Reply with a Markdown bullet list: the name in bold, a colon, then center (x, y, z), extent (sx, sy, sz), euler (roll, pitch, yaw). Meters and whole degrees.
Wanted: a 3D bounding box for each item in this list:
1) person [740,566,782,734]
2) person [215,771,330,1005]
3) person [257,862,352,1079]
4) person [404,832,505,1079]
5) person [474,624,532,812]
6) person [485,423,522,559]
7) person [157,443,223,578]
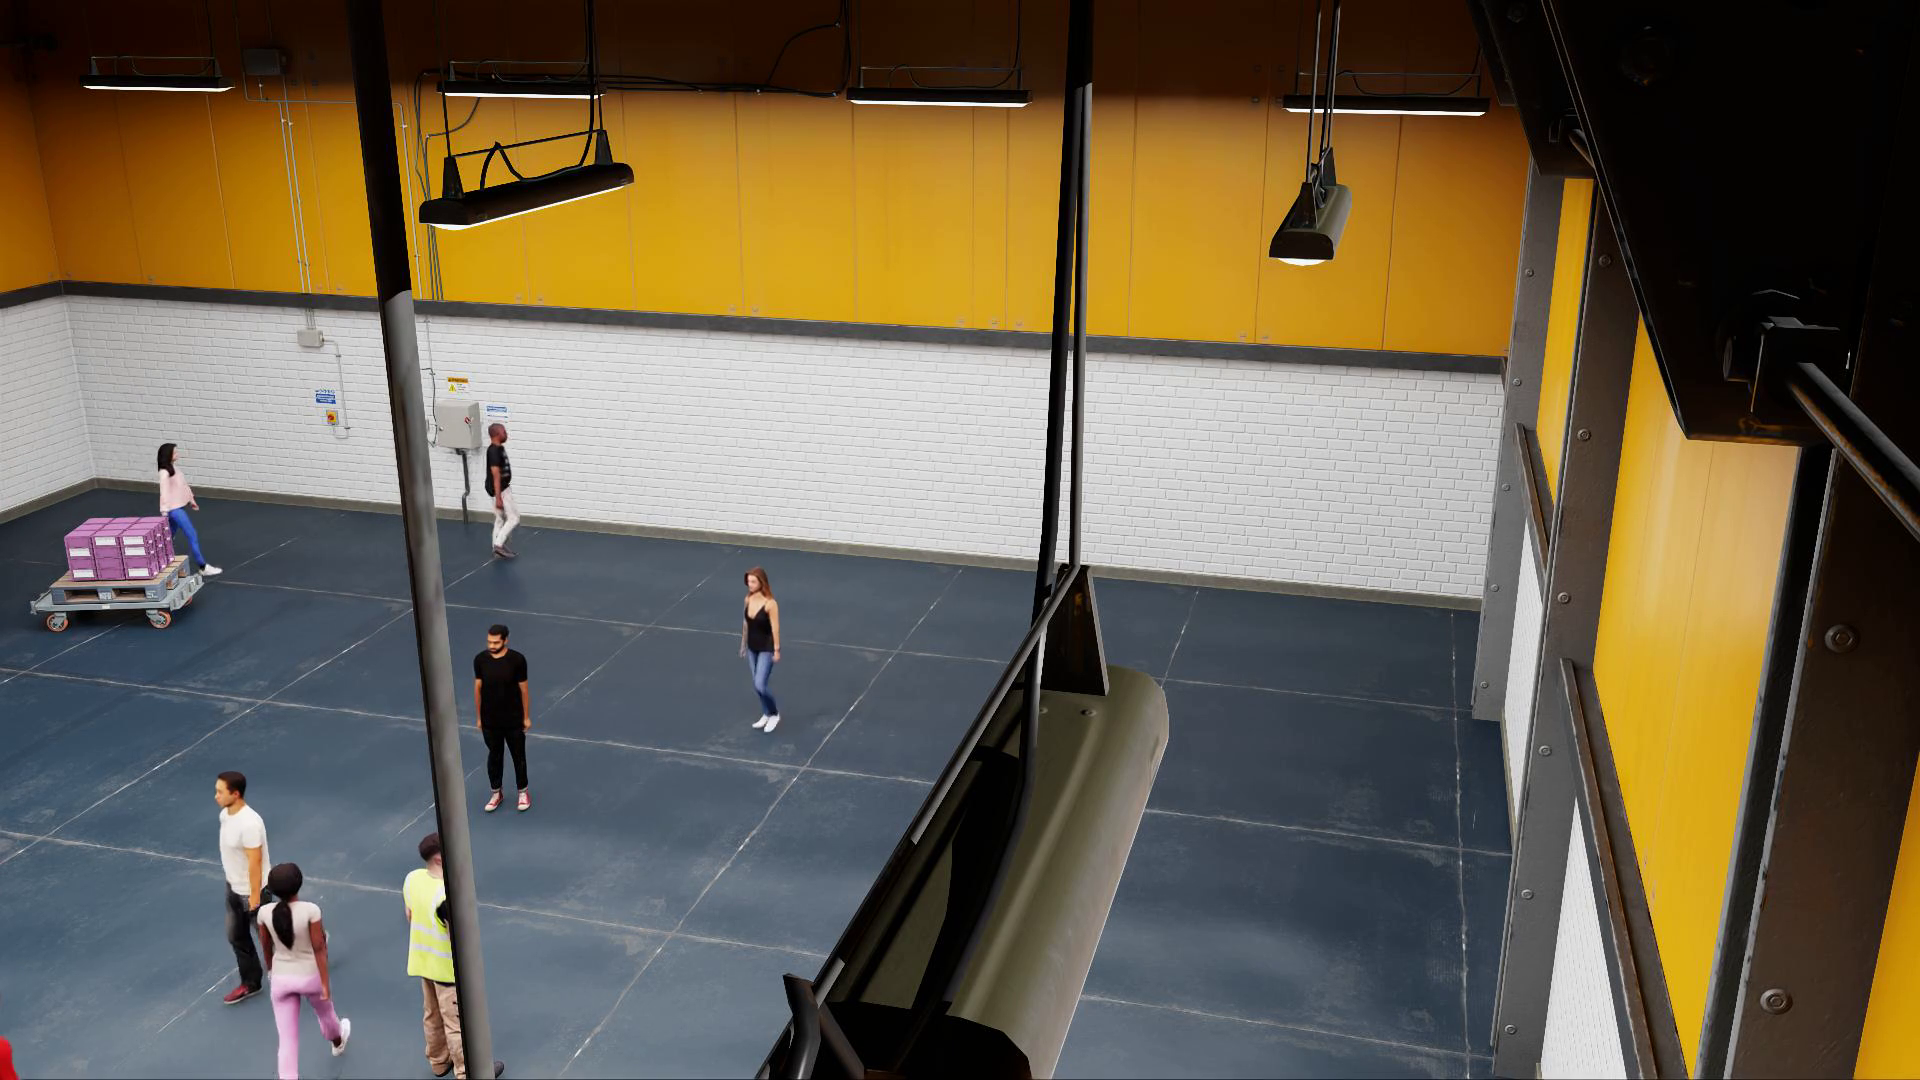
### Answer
- **person**: center (-1.896, 1.052, 16.424), extent (0.679, 1.710, 0.713), euler (16, 24, 40)
- **person**: center (-5.059, 2.479, 12.078), extent (0.885, 1.780, 1.115), euler (14, 23, 35)
- **person**: center (-4.332, 2.949, 10.814), extent (0.887, 1.696, 1.205), euler (-2, 19, -5)
- **person**: center (-3.419, 2.783, 11.074), extent (0.818, 1.845, 0.842), euler (14, 23, 37)
- **person**: center (-4.076, 1.562, 14.841), extent (0.693, 1.755, 0.660), euler (-1, 19, -3)
- **person**: center (-5.960, -0.599, 21.203), extent (0.851, 1.790, 0.740), euler (-4, 19, -11)
- **person**: center (-9.792, -0.338, 20.529), extent (1.045, 1.725, 1.175), euler (-4, 19, -11)
